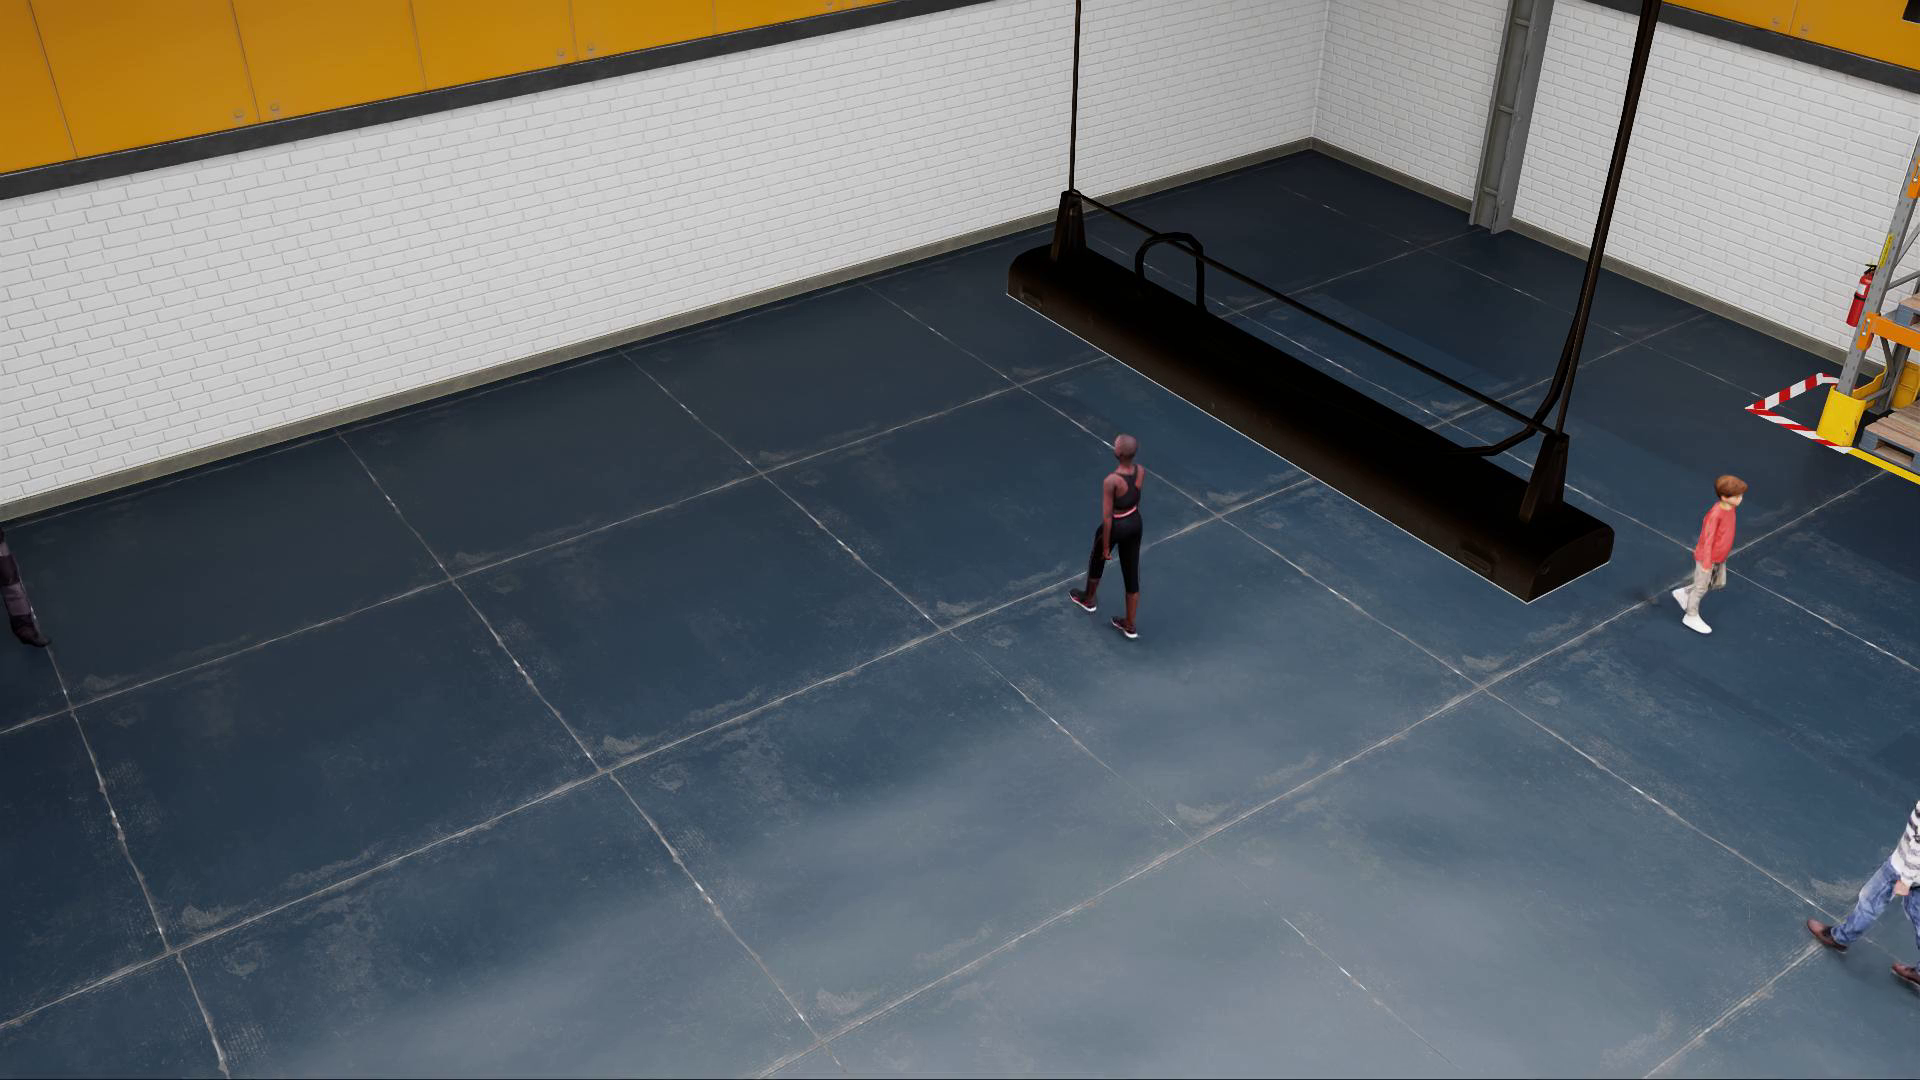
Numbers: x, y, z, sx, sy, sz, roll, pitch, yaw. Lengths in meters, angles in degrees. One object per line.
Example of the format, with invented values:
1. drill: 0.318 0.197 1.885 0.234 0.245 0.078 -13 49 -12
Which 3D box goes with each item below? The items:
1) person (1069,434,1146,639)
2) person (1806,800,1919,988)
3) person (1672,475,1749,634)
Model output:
1. person: 1.324 0.006 13.024 0.590 1.728 0.962 -21 39 -28
2. person: 5.839 1.980 9.969 0.716 1.822 1.032 -18 38 -25
3. person: 5.907 0.080 13.202 0.545 1.406 0.643 -26 41 -33
